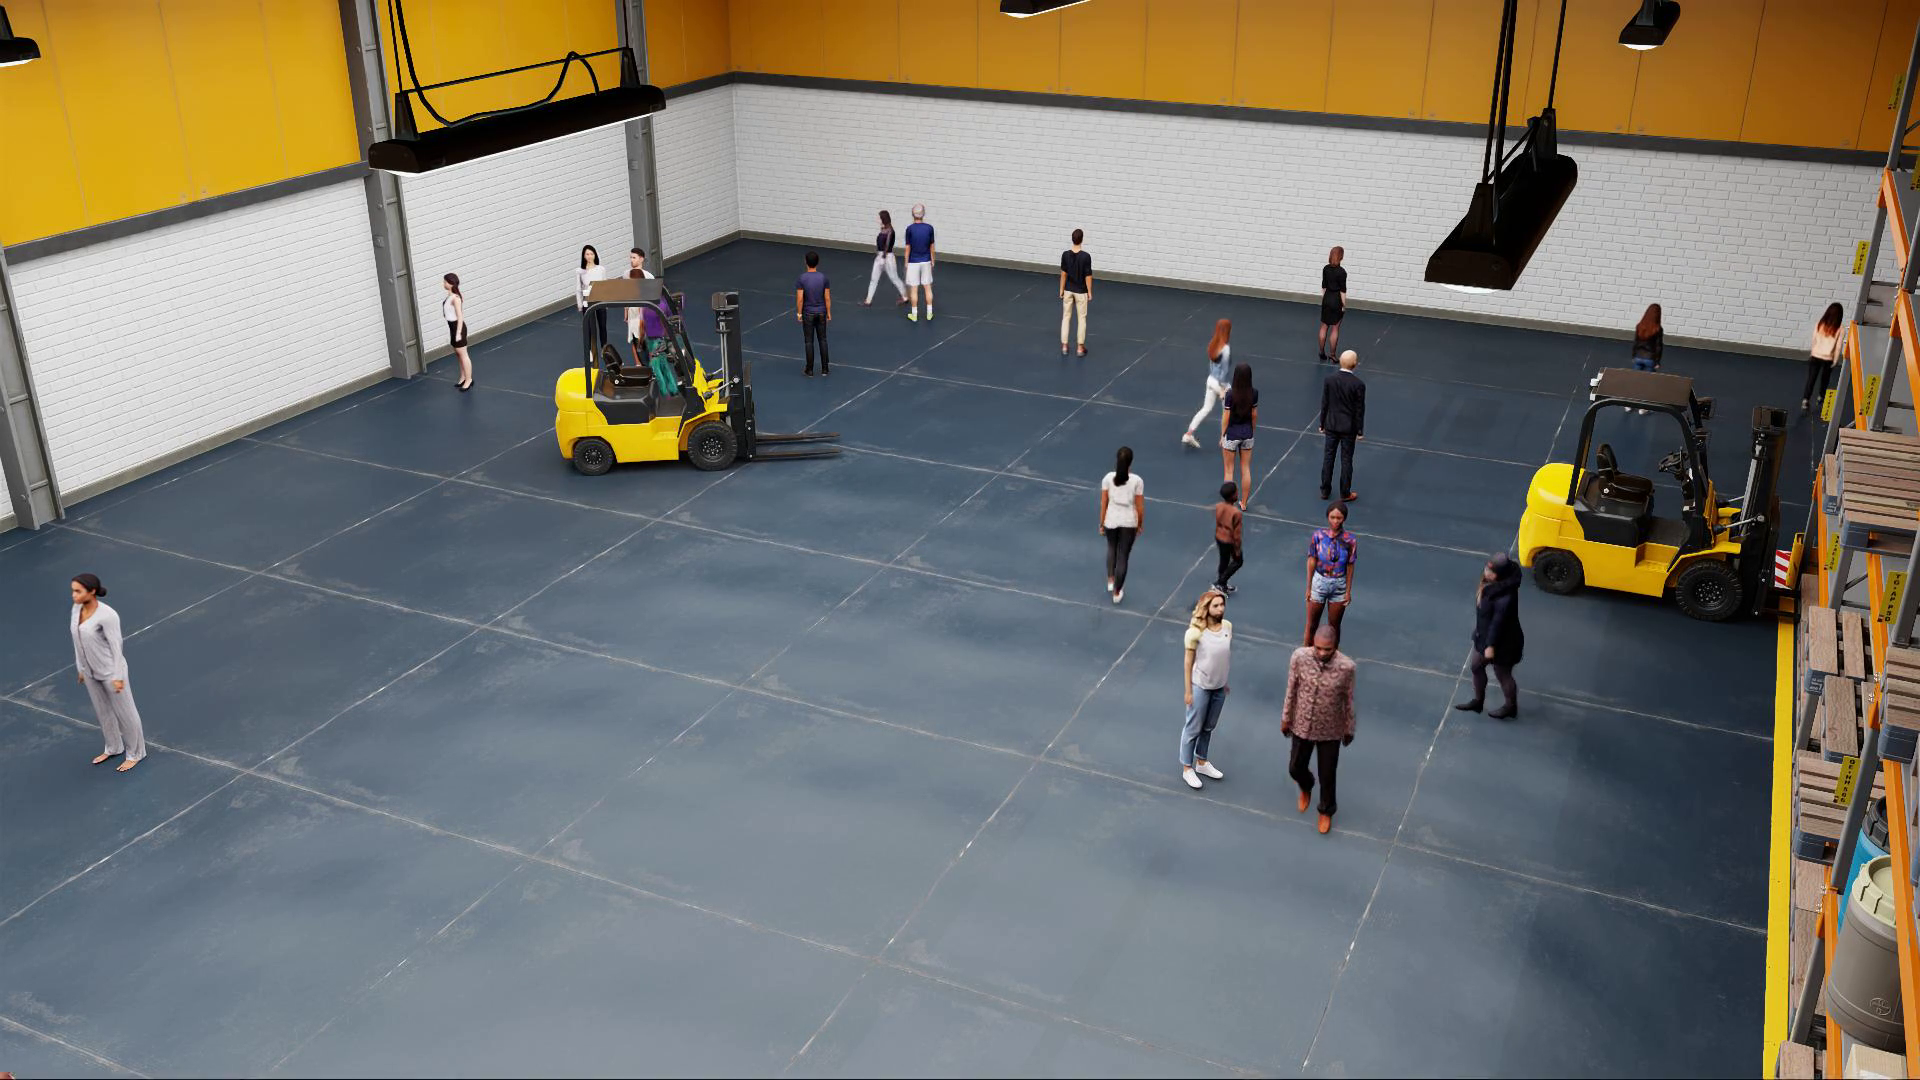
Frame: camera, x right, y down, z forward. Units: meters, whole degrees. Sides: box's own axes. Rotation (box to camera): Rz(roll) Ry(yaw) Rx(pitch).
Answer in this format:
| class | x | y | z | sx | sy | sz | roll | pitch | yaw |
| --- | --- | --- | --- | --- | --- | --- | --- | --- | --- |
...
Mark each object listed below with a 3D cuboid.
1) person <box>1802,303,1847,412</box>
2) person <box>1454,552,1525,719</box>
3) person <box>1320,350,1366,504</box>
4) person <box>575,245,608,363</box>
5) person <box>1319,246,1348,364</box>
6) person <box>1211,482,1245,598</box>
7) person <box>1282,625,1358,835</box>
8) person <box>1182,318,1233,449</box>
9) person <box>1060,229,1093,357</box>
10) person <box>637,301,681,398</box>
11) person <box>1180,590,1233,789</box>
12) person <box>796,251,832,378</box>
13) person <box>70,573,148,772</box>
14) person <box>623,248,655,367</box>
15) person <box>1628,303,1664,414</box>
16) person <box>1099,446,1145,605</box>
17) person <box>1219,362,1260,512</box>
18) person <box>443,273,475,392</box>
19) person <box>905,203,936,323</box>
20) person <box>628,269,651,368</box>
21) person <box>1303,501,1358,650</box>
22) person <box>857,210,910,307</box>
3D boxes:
| class | x | y | z | sx | sy | sz | roll | pitch | yaw |
| --- | --- | --- | --- | --- | --- | --- | --- | --- | --- |
| person | 11.443 | -2.398 | 22.110 | 0.698 | 1.448 | 1.071 | 18 | 30 | 36 |
| person | 4.752 | 0.843 | 14.474 | 0.900 | 1.627 | 0.857 | 2 | 24 | 6 |
| person | 4.405 | -1.320 | 19.205 | 0.708 | 1.799 | 0.629 | 15 | 28 | 31 |
| person | -5.338 | -3.458 | 24.221 | 0.692 | 1.701 | 0.772 | -11 | 26 | -24 |
| person | 5.408 | -3.419 | 24.124 | 0.651 | 1.706 | 0.656 | -16 | 28 | -33 |
| person | 2.673 | 0.015 | 16.837 | 0.718 | 1.251 | 0.659 | -15 | 28 | -30 |
| person | 2.797 | 1.411 | 12.985 | 0.752 | 1.778 | 0.750 | 7 | 25 | 15 |
| person | 3.136 | -1.912 | 20.719 | 1.149 | 1.672 | 1.073 | -9 | 25 | -20 |
| person | 1.706 | -3.644 | 24.457 | 0.637 | 1.852 | 0.555 | 9 | 25 | 20 |
| person | -3.968 | -2.648 | 22.327 | 0.900 | 1.733 | 0.831 | -17 | 29 | -33 |
| person | 2.001 | 1.189 | 13.562 | 0.653 | 1.723 | 0.772 | -16 | 28 | -32 |
| person | -2.060 | -3.198 | 23.510 | 0.708 | 1.793 | 0.753 | -7 | 25 | -15 |
| person | -7.113 | 1.066 | 13.825 | 0.639 | 1.736 | 0.541 | 9 | 25 | 20 |
| person | -4.496 | -3.205 | 23.449 | 0.667 | 1.855 | 0.546 | 11 | 26 | 23 |
| person | 9.134 | -2.424 | 22.126 | 0.658 | 1.483 | 0.642 | -18 | 29 | -35 |
| person | 1.600 | -0.126 | 16.683 | 0.616 | 1.632 | 0.674 | 7 | 25 | 16 |
| person | 3.160 | -1.162 | 18.886 | 0.660 | 1.766 | 0.698 | -5 | 24 | -12 |
| person | -6.936 | -2.879 | 22.960 | 0.673 | 1.649 | 0.639 | -13 | 27 | -27 |
| person | -0.640 | -4.369 | 26.135 | 0.706 | 1.836 | 0.755 | -7 | 25 | -16 |
| person | -4.338 | -2.818 | 22.651 | 0.732 | 1.785 | 0.678 | -9 | 25 | -20 |
| person | 3.364 | 0.464 | 15.199 | 0.642 | 1.741 | 0.606 | 4 | 24 | 8 |
| person | -1.123 | -4.485 | 26.744 | 1.133 | 1.561 | 1.017 | -10 | 25 | -21 |
